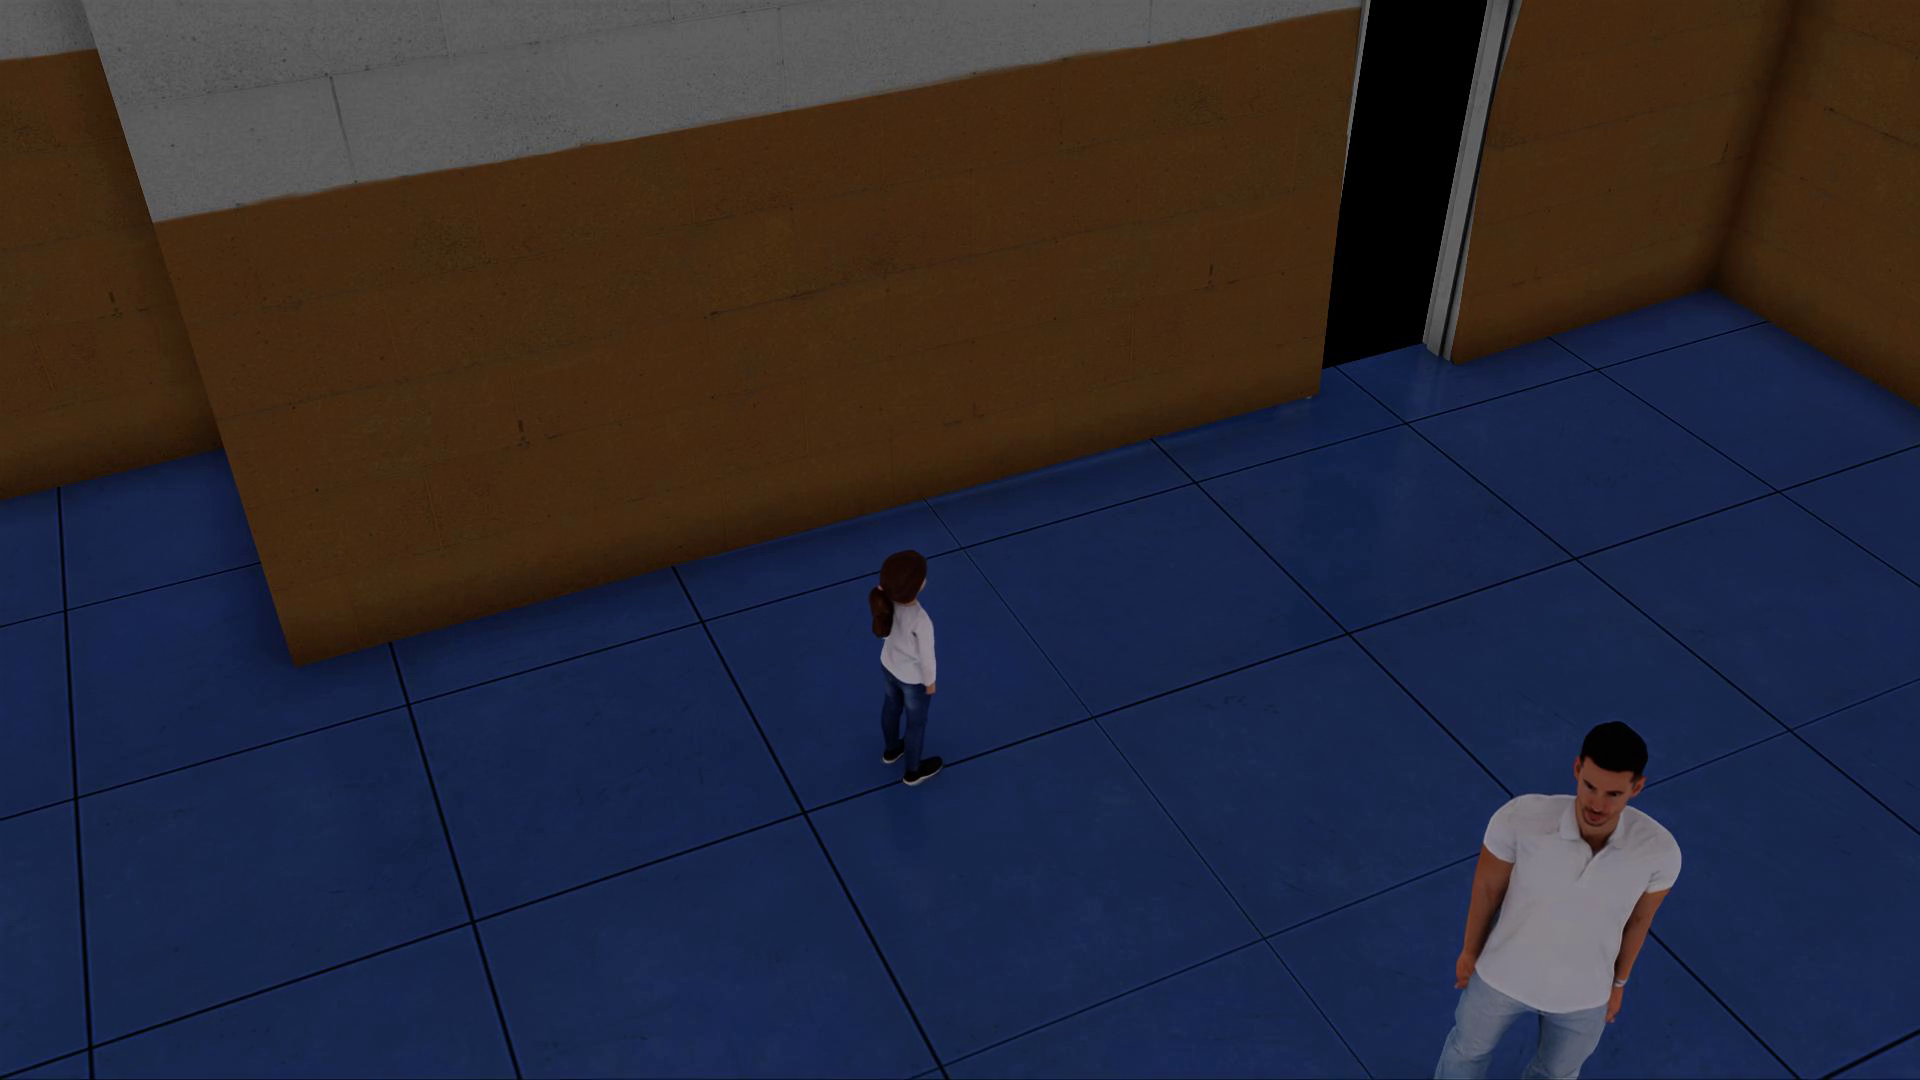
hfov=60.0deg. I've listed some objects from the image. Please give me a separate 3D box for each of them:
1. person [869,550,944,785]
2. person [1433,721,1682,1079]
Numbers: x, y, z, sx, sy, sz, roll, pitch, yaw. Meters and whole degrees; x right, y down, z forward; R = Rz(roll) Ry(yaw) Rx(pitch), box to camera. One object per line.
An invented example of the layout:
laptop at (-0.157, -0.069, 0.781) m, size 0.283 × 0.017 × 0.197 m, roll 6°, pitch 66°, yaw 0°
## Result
person at (-0.219, 0.490, 6.620) m, size 0.549 × 1.112 × 0.469 m, roll -28°, pitch 45°, yaw -32°
person at (1.749, 1.264, 4.960) m, size 0.743 × 1.865 × 0.801 m, roll 12°, pitch 39°, yaw 16°
